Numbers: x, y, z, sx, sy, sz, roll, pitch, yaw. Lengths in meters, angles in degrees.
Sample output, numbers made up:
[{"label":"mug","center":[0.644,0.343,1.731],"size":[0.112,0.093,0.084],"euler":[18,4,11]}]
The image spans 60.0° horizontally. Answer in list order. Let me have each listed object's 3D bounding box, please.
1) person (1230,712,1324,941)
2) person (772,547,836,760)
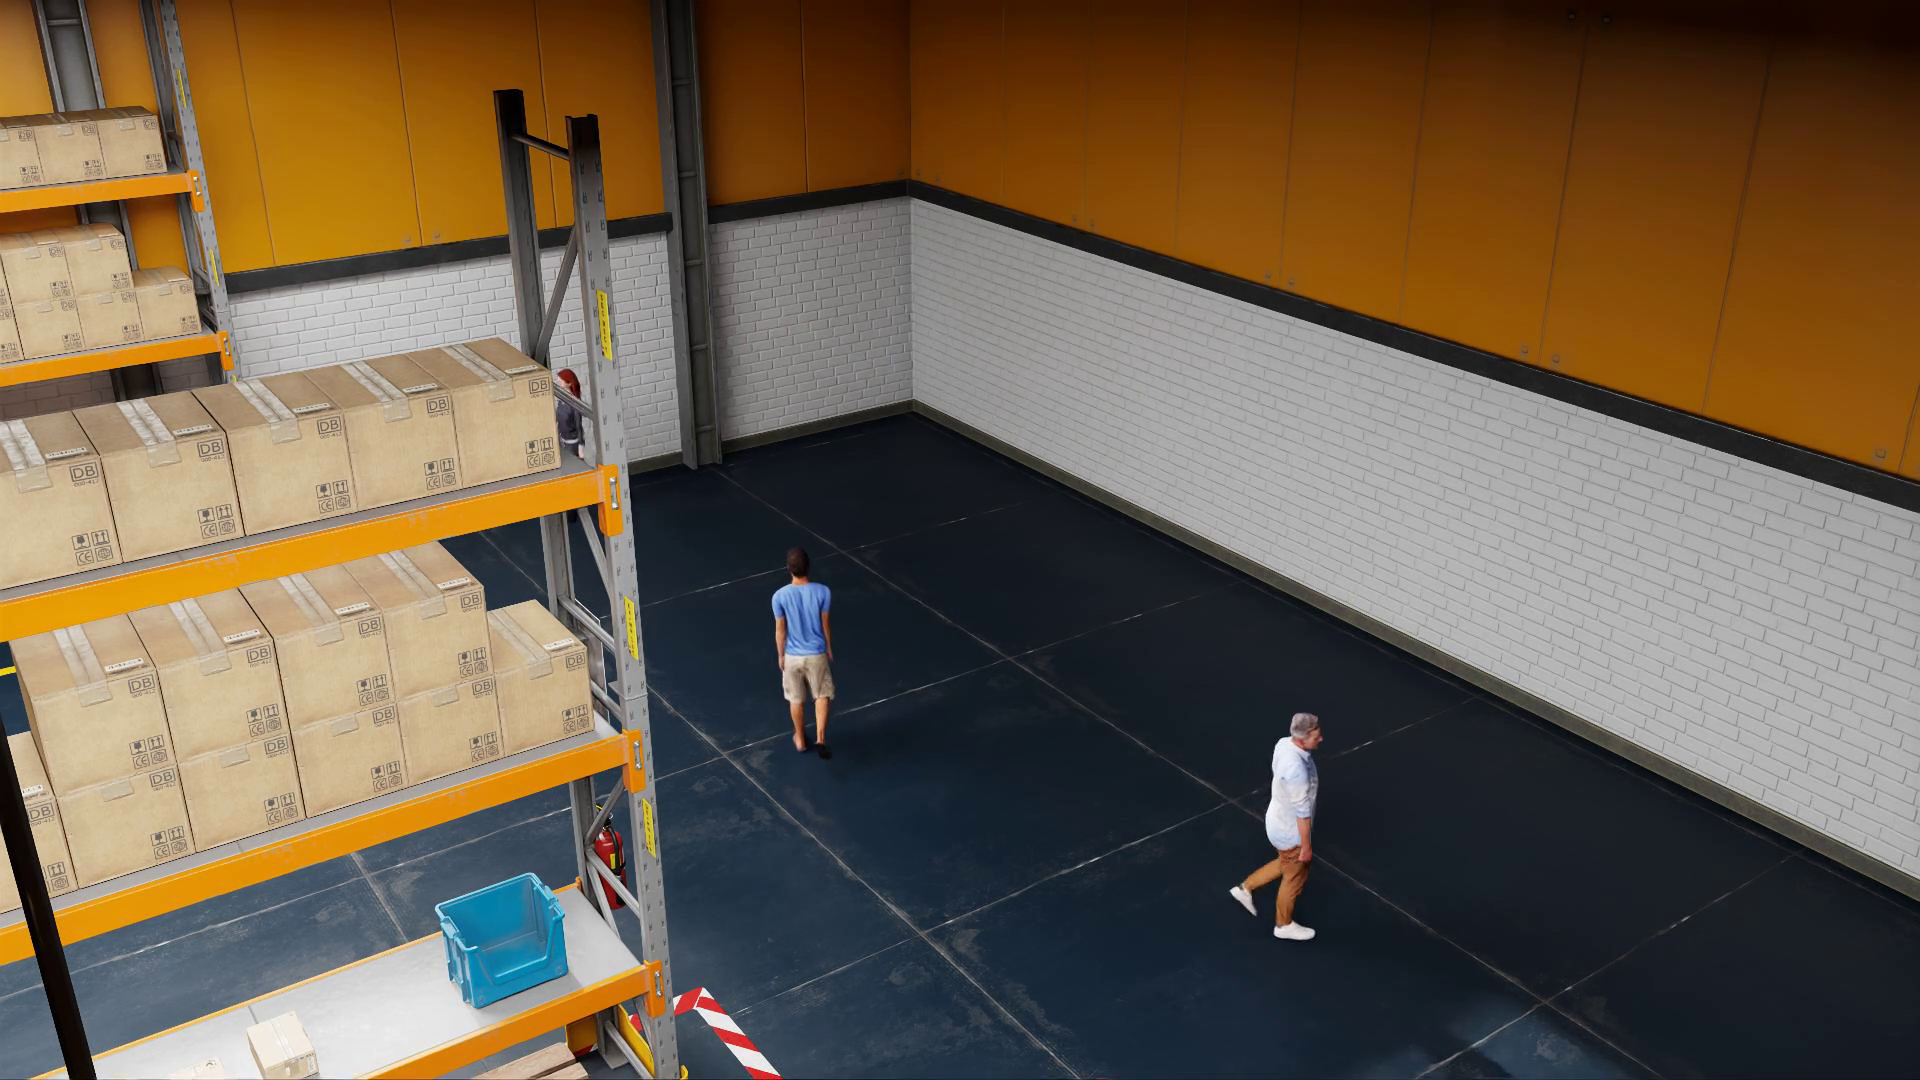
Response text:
[{"label":"person","center":[2.183,1.961,11.377],"size":[1.003,1.802,0.930],"euler":[0,24,0]},{"label":"person","center":[-1.250,0.971,13.589],"size":[0.984,1.845,0.956],"euler":[-3,24,-6]}]
